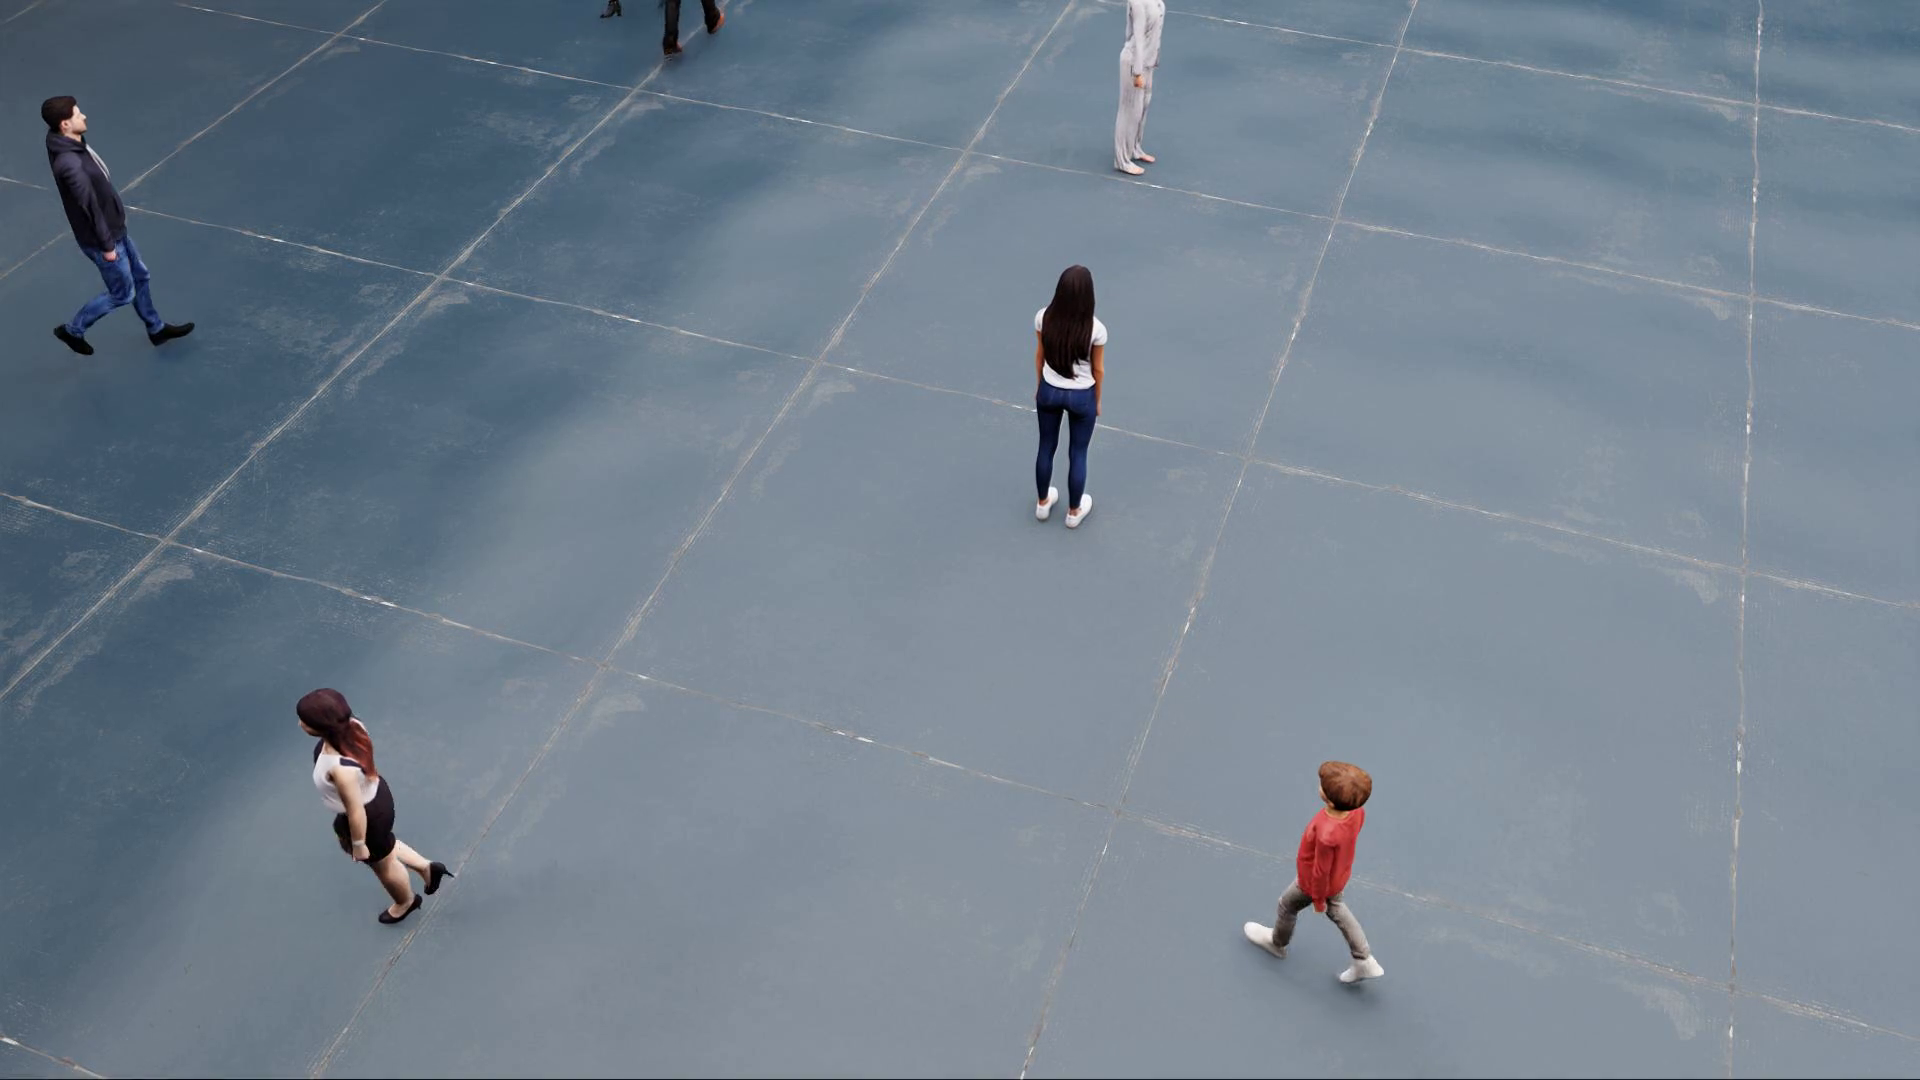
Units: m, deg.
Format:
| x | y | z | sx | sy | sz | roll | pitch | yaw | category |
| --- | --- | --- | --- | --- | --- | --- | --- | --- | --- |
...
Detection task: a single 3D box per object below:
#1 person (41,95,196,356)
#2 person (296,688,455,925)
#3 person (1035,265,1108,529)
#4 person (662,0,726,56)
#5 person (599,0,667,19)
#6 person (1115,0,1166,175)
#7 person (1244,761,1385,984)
| x | y | z | sx | sy | sz | roll | pitch | yaw | category |
| --- | --- | --- | --- | --- | --- | --- | --- | --- | --- |
| -5.683 | -1.976 | 10.817 | 1.133 | 1.870 | 1.103 | -21 | 47 | -21 | person |
| -2.617 | 1.223 | 7.560 | 0.802 | 1.640 | 0.741 | -15 | 45 | -15 | person |
| 0.614 | -0.816 | 9.645 | 0.431 | 1.774 | 0.632 | 15 | 45 | 15 | person |
| -2.398 | -4.950 | 14.117 | 1.123 | 1.714 | 0.812 | 10 | 44 | 11 | person |
| -2.832 | -5.406 | 14.727 | 0.944 | 1.547 | 1.027 | -32 | 51 | -29 | person |
| 1.340 | -3.647 | 12.678 | 0.523 | 1.773 | 0.586 | 14 | 45 | 15 | person |
| 1.692 | 1.510 | 7.427 | 0.953 | 1.402 | 0.716 | 30 | 51 | 28 | person |
